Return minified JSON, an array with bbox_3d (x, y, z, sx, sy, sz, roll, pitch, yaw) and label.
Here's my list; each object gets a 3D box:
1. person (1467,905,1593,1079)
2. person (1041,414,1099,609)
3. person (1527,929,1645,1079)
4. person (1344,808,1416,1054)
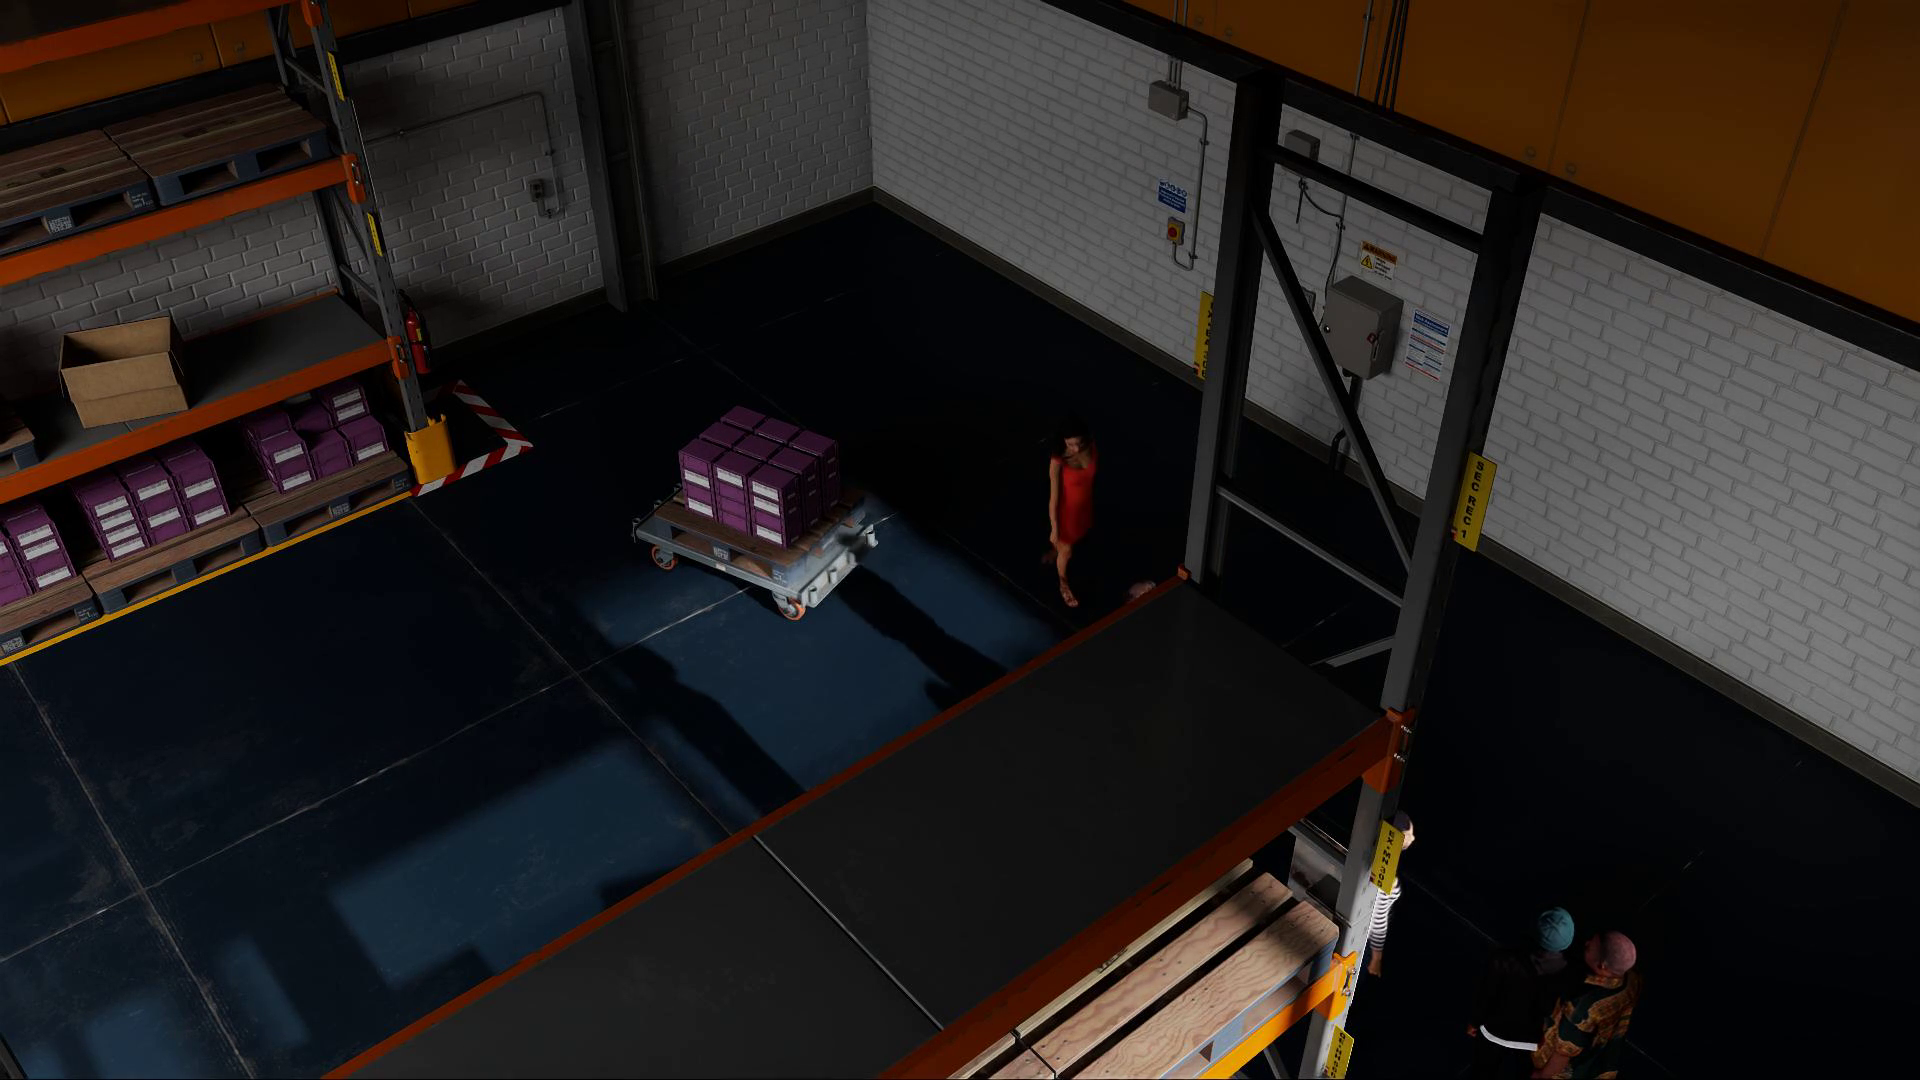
[{"bbox_3d":[2.798,2.439,8.316,0.760,1.818,0.810,5,39,6],"label":"person"},{"bbox_3d":[0.776,-0.240,11.769,0.750,1.696,0.697,24,45,27],"label":"person"},{"bbox_3d":[3.034,2.532,8.208,0.593,1.808,0.755,-30,47,-32],"label":"person"},{"bbox_3d":[2.140,2.056,8.814,0.705,1.795,0.665,0,39,0],"label":"person"}]
